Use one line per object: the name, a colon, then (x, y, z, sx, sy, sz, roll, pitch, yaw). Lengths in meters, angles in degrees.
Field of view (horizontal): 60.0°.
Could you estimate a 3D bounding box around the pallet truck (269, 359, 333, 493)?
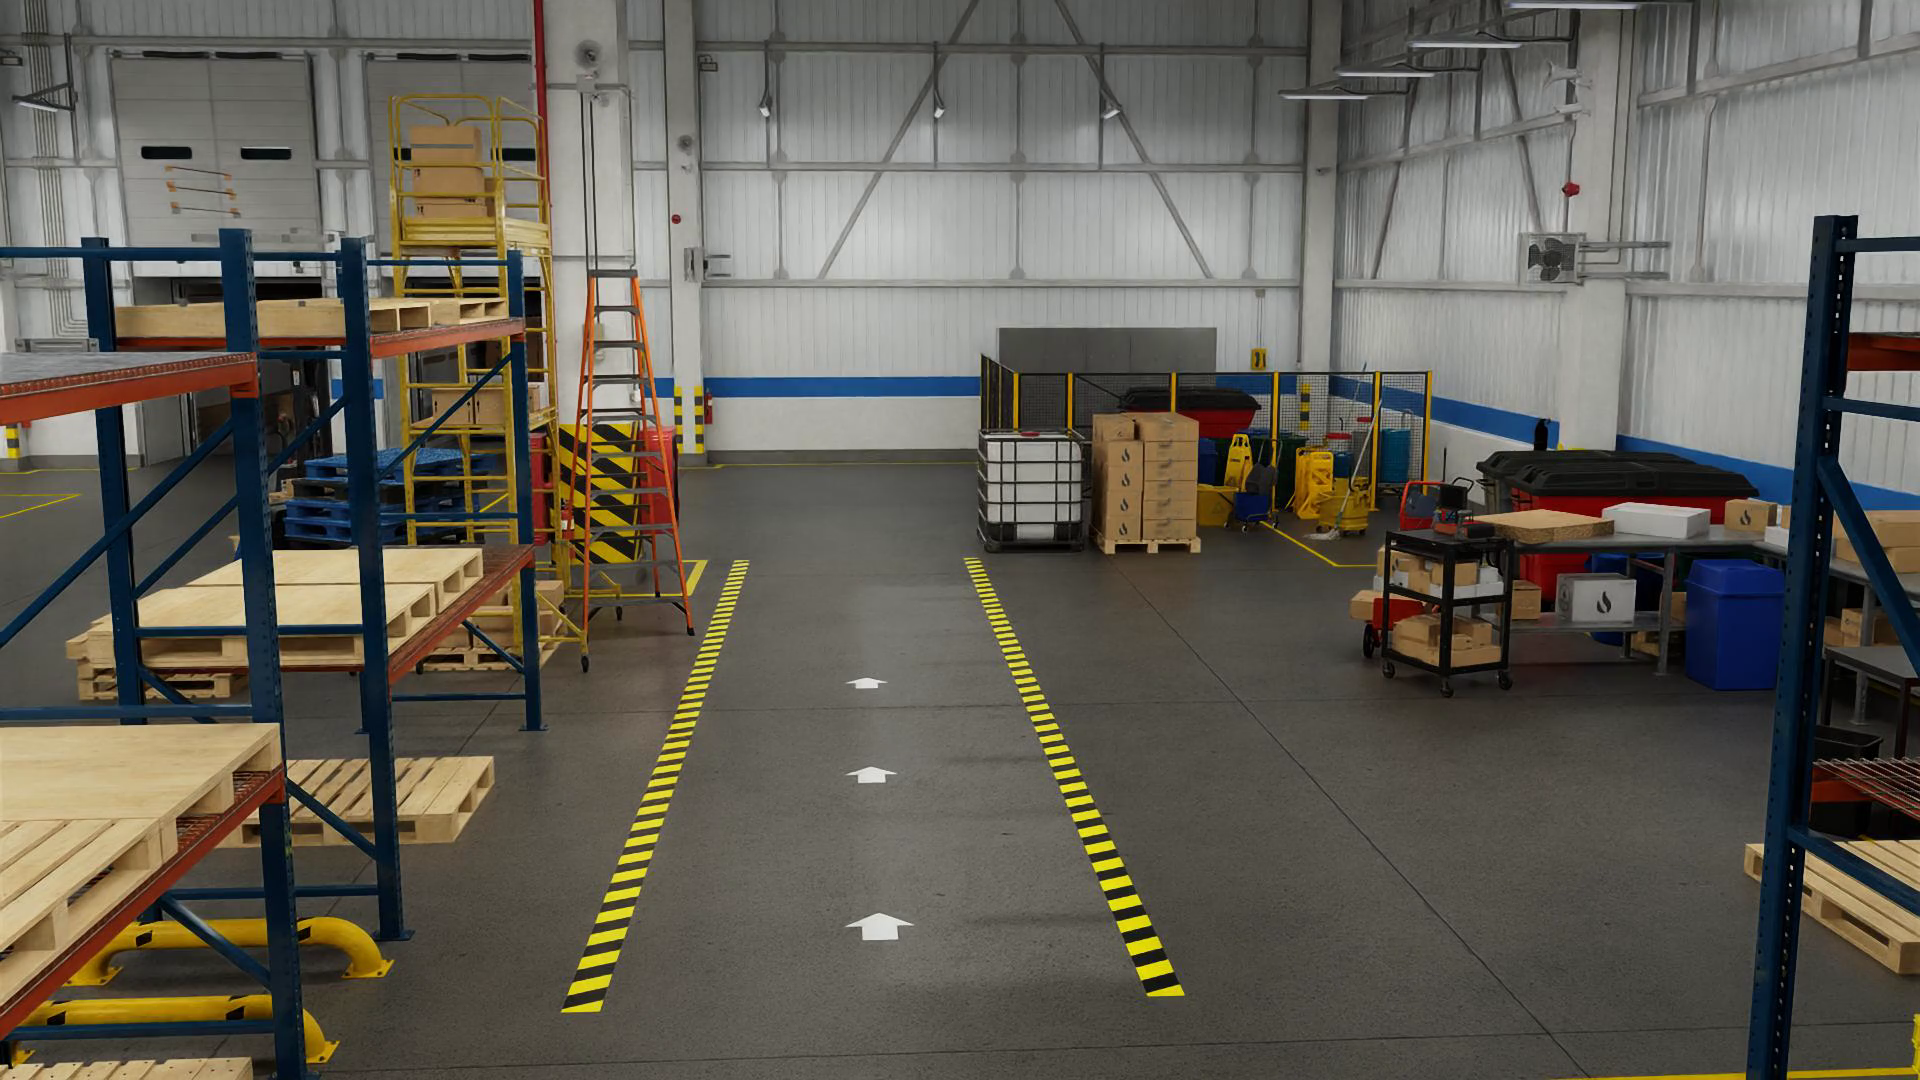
pallet truck: (-7.062, -1.131, 18.996, 1.885, 1.965, 0.823, 2, 9, 13)
